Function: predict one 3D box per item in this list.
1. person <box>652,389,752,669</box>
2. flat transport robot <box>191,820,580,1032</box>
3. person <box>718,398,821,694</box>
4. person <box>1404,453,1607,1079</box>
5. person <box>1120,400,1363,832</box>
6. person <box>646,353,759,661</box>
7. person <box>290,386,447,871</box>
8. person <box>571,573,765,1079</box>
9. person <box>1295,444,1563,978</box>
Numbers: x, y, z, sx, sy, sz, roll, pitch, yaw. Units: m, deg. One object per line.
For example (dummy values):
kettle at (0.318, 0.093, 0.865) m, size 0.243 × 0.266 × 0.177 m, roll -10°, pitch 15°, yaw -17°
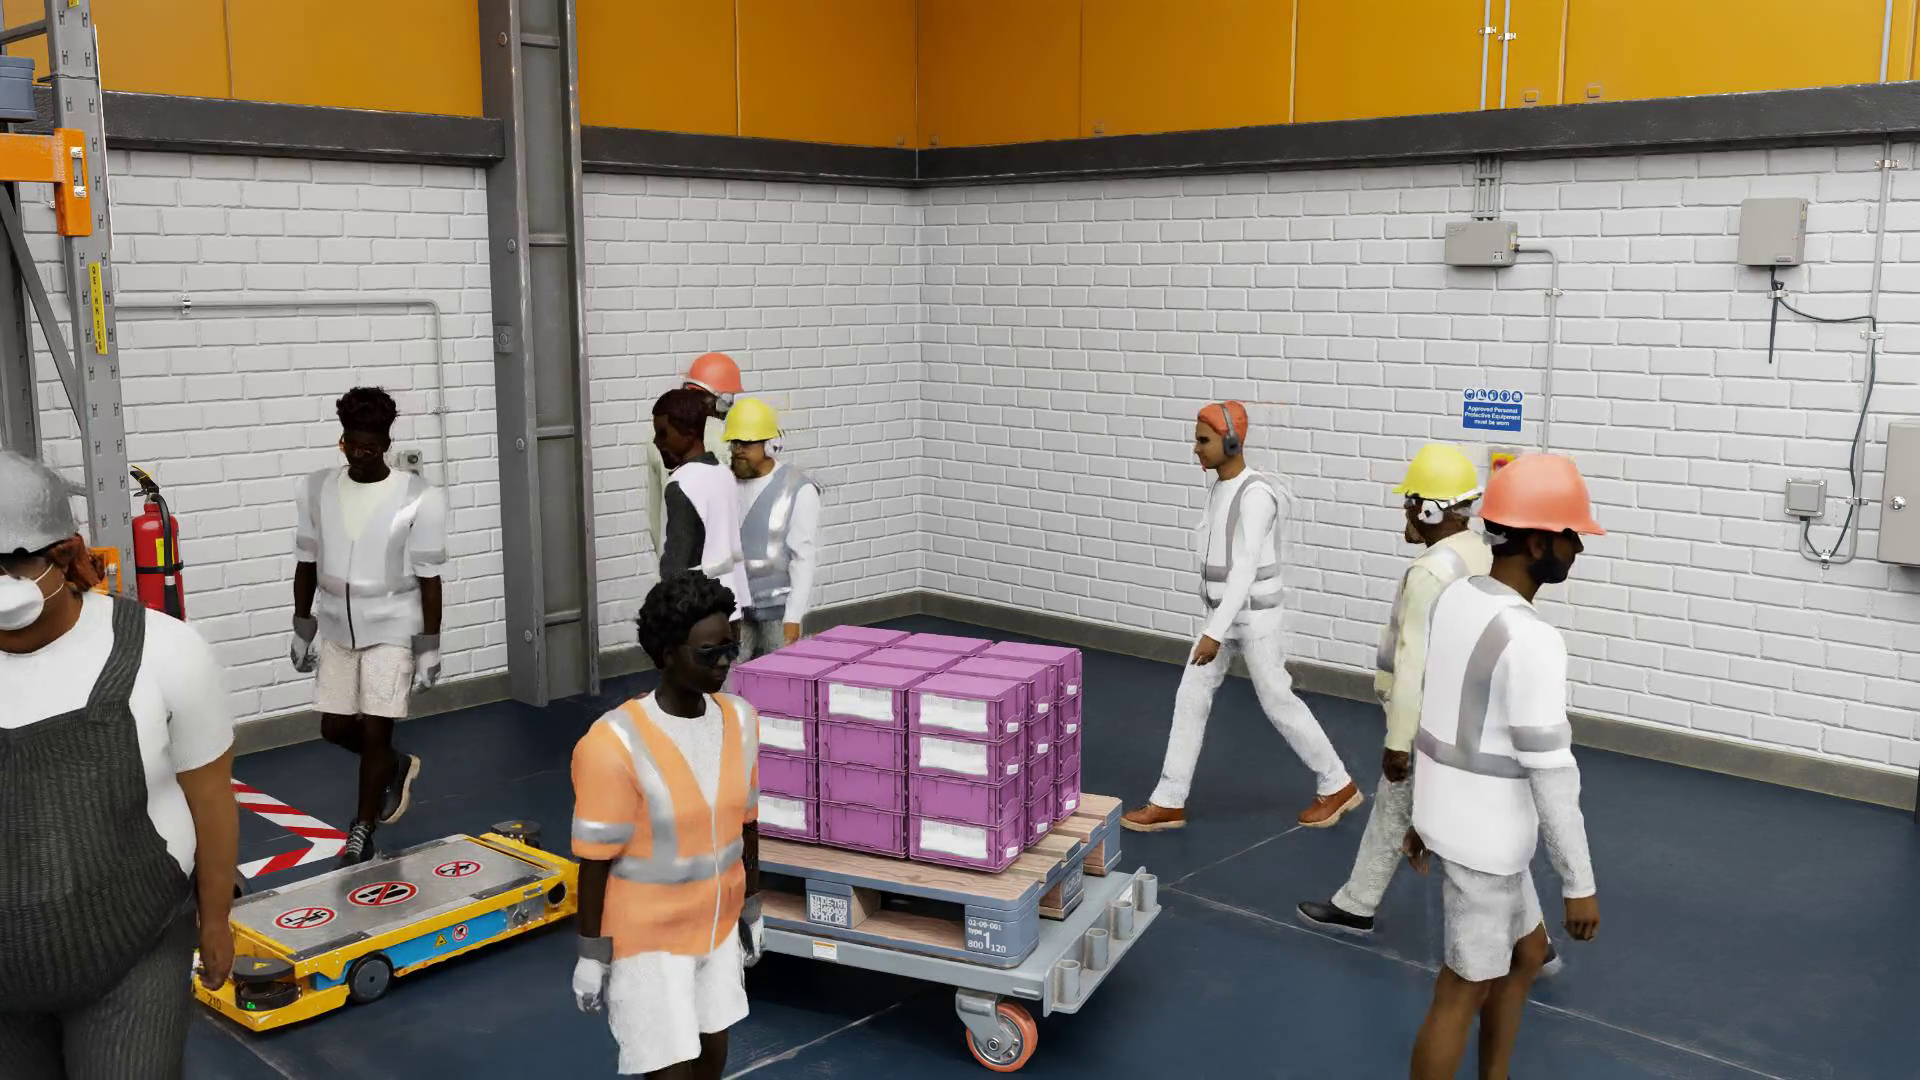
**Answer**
person at (-1.022, 0.309, 6.925) m, size 0.795 × 1.888 × 0.594 m, roll 1°, pitch 9°, yaw 5°
flat transport robot at (-1.933, 1.295, 5.786) m, size 0.652 × 0.197 × 1.431 m, roll 8°, pitch 12°, yaw 39°
person at (-0.929, 0.295, 7.208) m, size 0.605 × 1.800 × 0.768 m, roll 4°, pitch 10°, yaw 23°
person at (1.404, 0.737, 4.168) m, size 0.693 × 1.912 × 0.577 m, roll -1°, pitch 9°, yaw -4°
person at (1.224, 0.329, 6.966) m, size 1.024 × 1.839 × 0.577 m, roll -3°, pitch 10°, yaw -16°
person at (-1.176, 0.103, 7.882) m, size 0.648 × 1.969 × 0.674 m, roll 2°, pitch 9°, yaw 12°
person at (-2.298, 0.341, 6.589) m, size 0.661 × 1.929 × 0.668 m, roll 1°, pitch 9°, yaw 7°
person at (-0.666, 0.901, 3.842) m, size 0.389 × 1.684 × 0.560 m, roll 7°, pitch 11°, yaw 36°
person at (1.625, 0.570, 5.598) m, size 0.942 × 1.792 × 0.604 m, roll 6°, pitch 11°, yaw 32°
